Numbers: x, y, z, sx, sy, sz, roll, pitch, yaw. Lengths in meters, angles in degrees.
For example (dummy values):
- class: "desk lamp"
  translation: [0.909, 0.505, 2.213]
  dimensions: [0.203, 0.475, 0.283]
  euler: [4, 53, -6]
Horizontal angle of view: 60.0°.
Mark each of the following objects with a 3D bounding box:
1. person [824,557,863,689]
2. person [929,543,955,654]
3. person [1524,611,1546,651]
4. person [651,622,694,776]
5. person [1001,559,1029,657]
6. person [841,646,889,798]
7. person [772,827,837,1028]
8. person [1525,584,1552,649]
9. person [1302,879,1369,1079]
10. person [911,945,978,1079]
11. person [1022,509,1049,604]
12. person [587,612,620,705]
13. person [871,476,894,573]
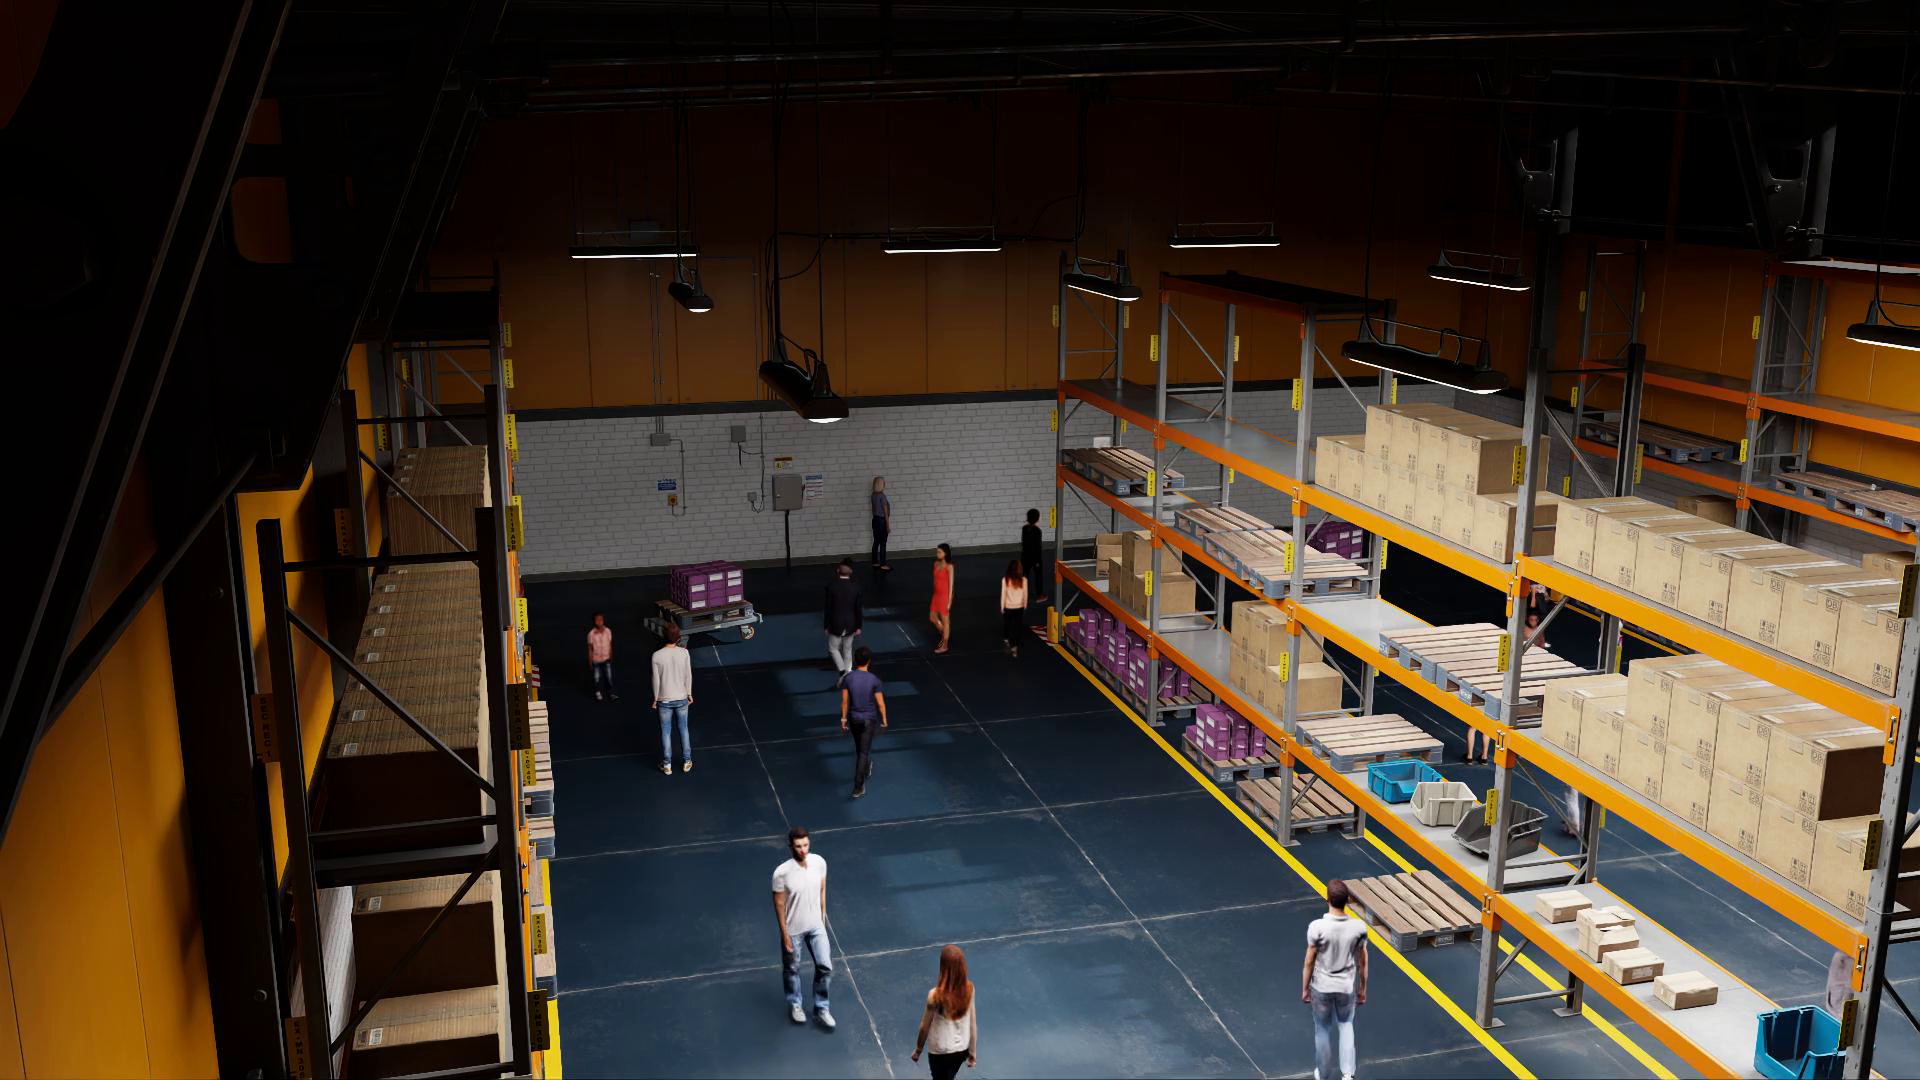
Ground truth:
- class: "person"
  translation: [-1.625, 1.207, 23.330]
  dimensions: [0.698, 1.930, 0.806]
  euler: [-4, 14, -15]
- class: "person"
  translation: [-0.199, 0.869, 25.194]
  dimensions: [0.707, 1.710, 0.783]
  euler: [13, 19, 43]
- class: "person"
  translation: [7.954, 1.580, 23.268]
  dimensions: [0.696, 1.235, 0.881]
  euler: [1, 14, 4]
- class: "person"
  translation: [-3.522, 1.931, 20.387]
  dimensions: [0.671, 1.908, 0.600]
  euler: [-5, 15, -20]
- class: "person"
  translation: [0.823, 1.033, 25.063]
  dimensions: [0.683, 1.453, 0.952]
  euler: [-2, 14, -7]
- class: "person"
  translation: [-1.176, 2.186, 19.700]
  dimensions: [1.008, 1.736, 1.244]
  euler: [3, 14, 11]
- class: "person"
  translation: [-1.423, 3.356, 14.643]
  dimensions: [0.746, 1.843, 0.828]
  euler: [-7, 15, -27]
- class: "person"
  translation: [8.738, 0.846, 25.479]
  dimensions: [0.779, 1.622, 0.721]
  euler: [4, 14, 17]
- class: "person"
  translation: [3.042, 3.656, 13.405]
  dimensions: [0.752, 1.842, 0.858]
  euler: [-1, 14, -4]
- class: "person"
  translation: [-0.032, 3.931, 12.597]
  dimensions: [0.872, 1.687, 1.169]
  euler: [-10, 17, -36]
- class: "person"
  translation: [1.128, 0.327, 27.580]
  dimensions: [1.107, 1.641, 1.076]
  euler: [11, 17, 37]
- class: "person"
  translation: [-4.997, 1.617, 23.024]
  dimensions: [0.649, 1.278, 0.909]
  euler: [-7, 15, -27]
- class: "person"
  translation: [-1.441, -0.303, 30.011]
  dimensions: [0.714, 1.723, 0.579]
  euler: [-11, 17, -37]
